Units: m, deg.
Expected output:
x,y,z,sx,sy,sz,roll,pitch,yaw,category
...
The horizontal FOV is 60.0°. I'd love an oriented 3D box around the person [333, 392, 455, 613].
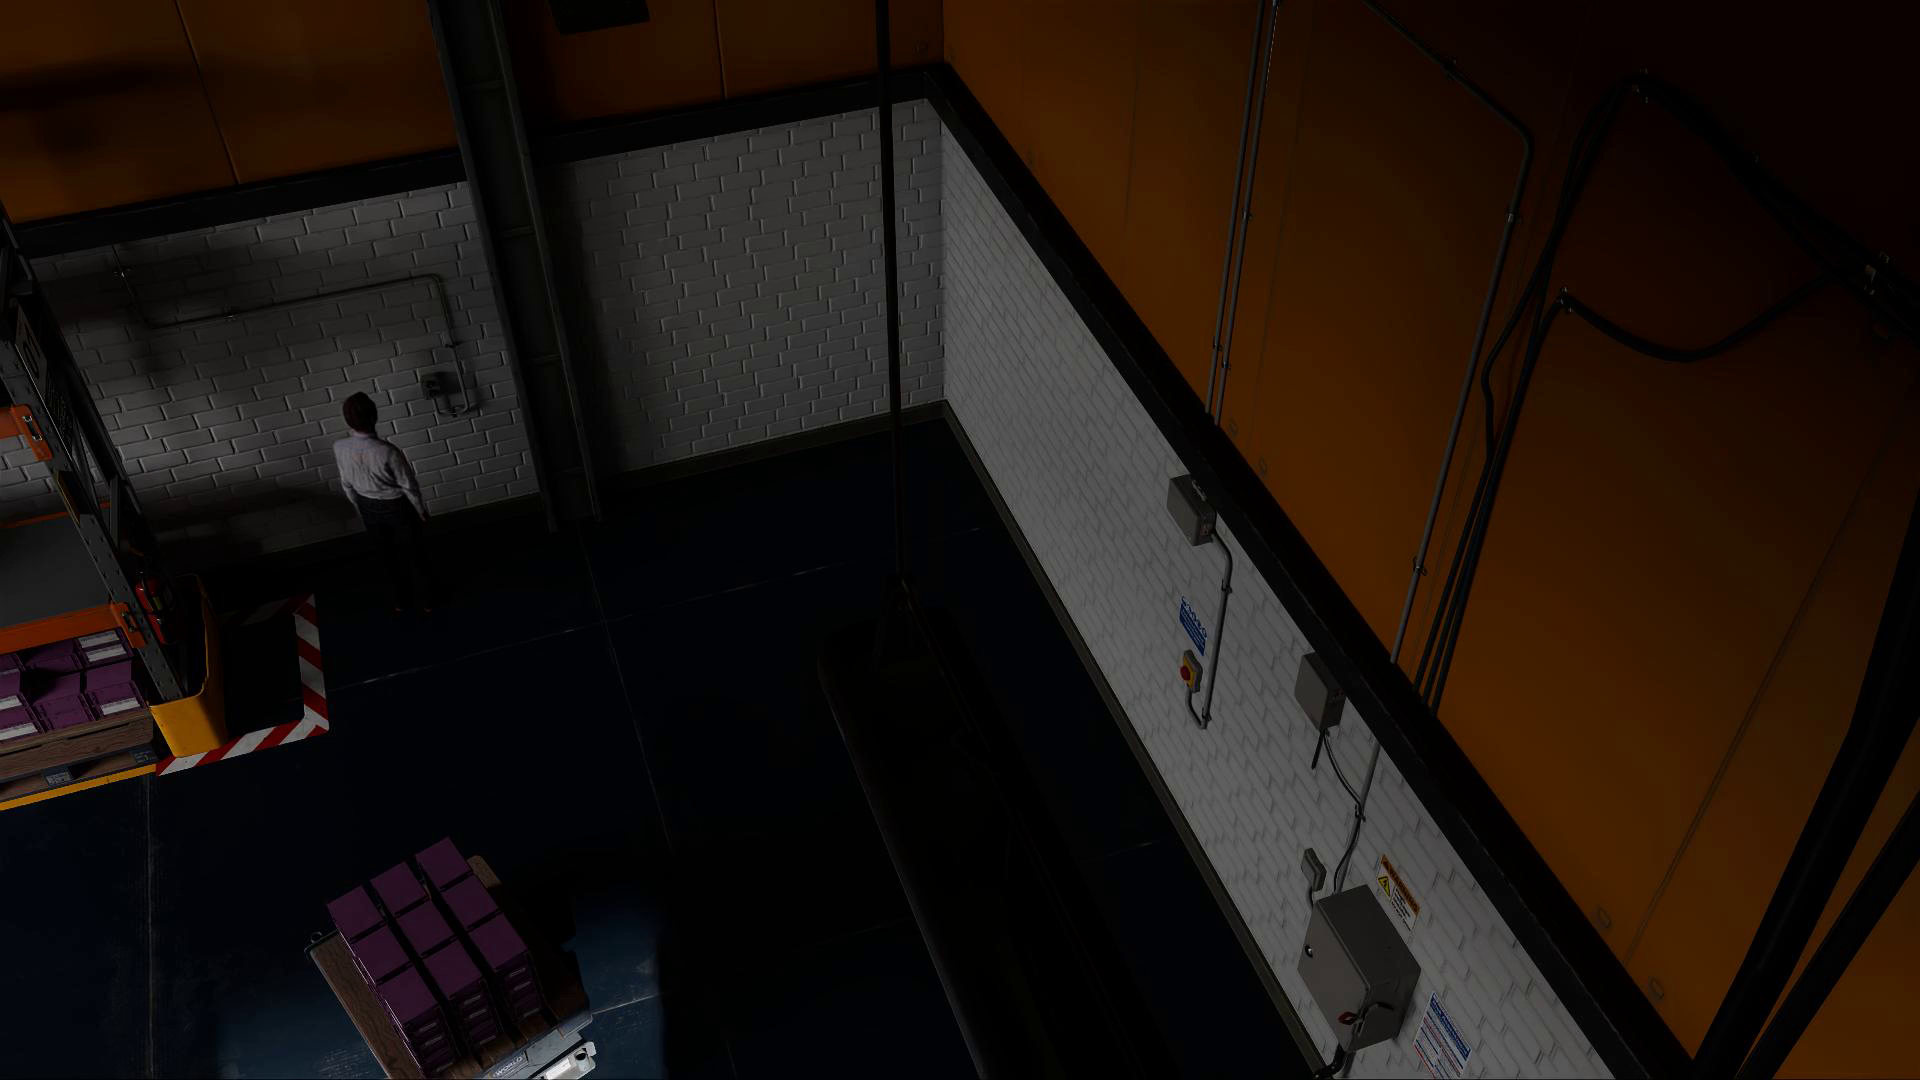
x,y,z,sx,sy,sz,roll,pitch,yaw,category
-3.815,-0.237,11.077,0.668,1.820,0.800,5,44,6,person
